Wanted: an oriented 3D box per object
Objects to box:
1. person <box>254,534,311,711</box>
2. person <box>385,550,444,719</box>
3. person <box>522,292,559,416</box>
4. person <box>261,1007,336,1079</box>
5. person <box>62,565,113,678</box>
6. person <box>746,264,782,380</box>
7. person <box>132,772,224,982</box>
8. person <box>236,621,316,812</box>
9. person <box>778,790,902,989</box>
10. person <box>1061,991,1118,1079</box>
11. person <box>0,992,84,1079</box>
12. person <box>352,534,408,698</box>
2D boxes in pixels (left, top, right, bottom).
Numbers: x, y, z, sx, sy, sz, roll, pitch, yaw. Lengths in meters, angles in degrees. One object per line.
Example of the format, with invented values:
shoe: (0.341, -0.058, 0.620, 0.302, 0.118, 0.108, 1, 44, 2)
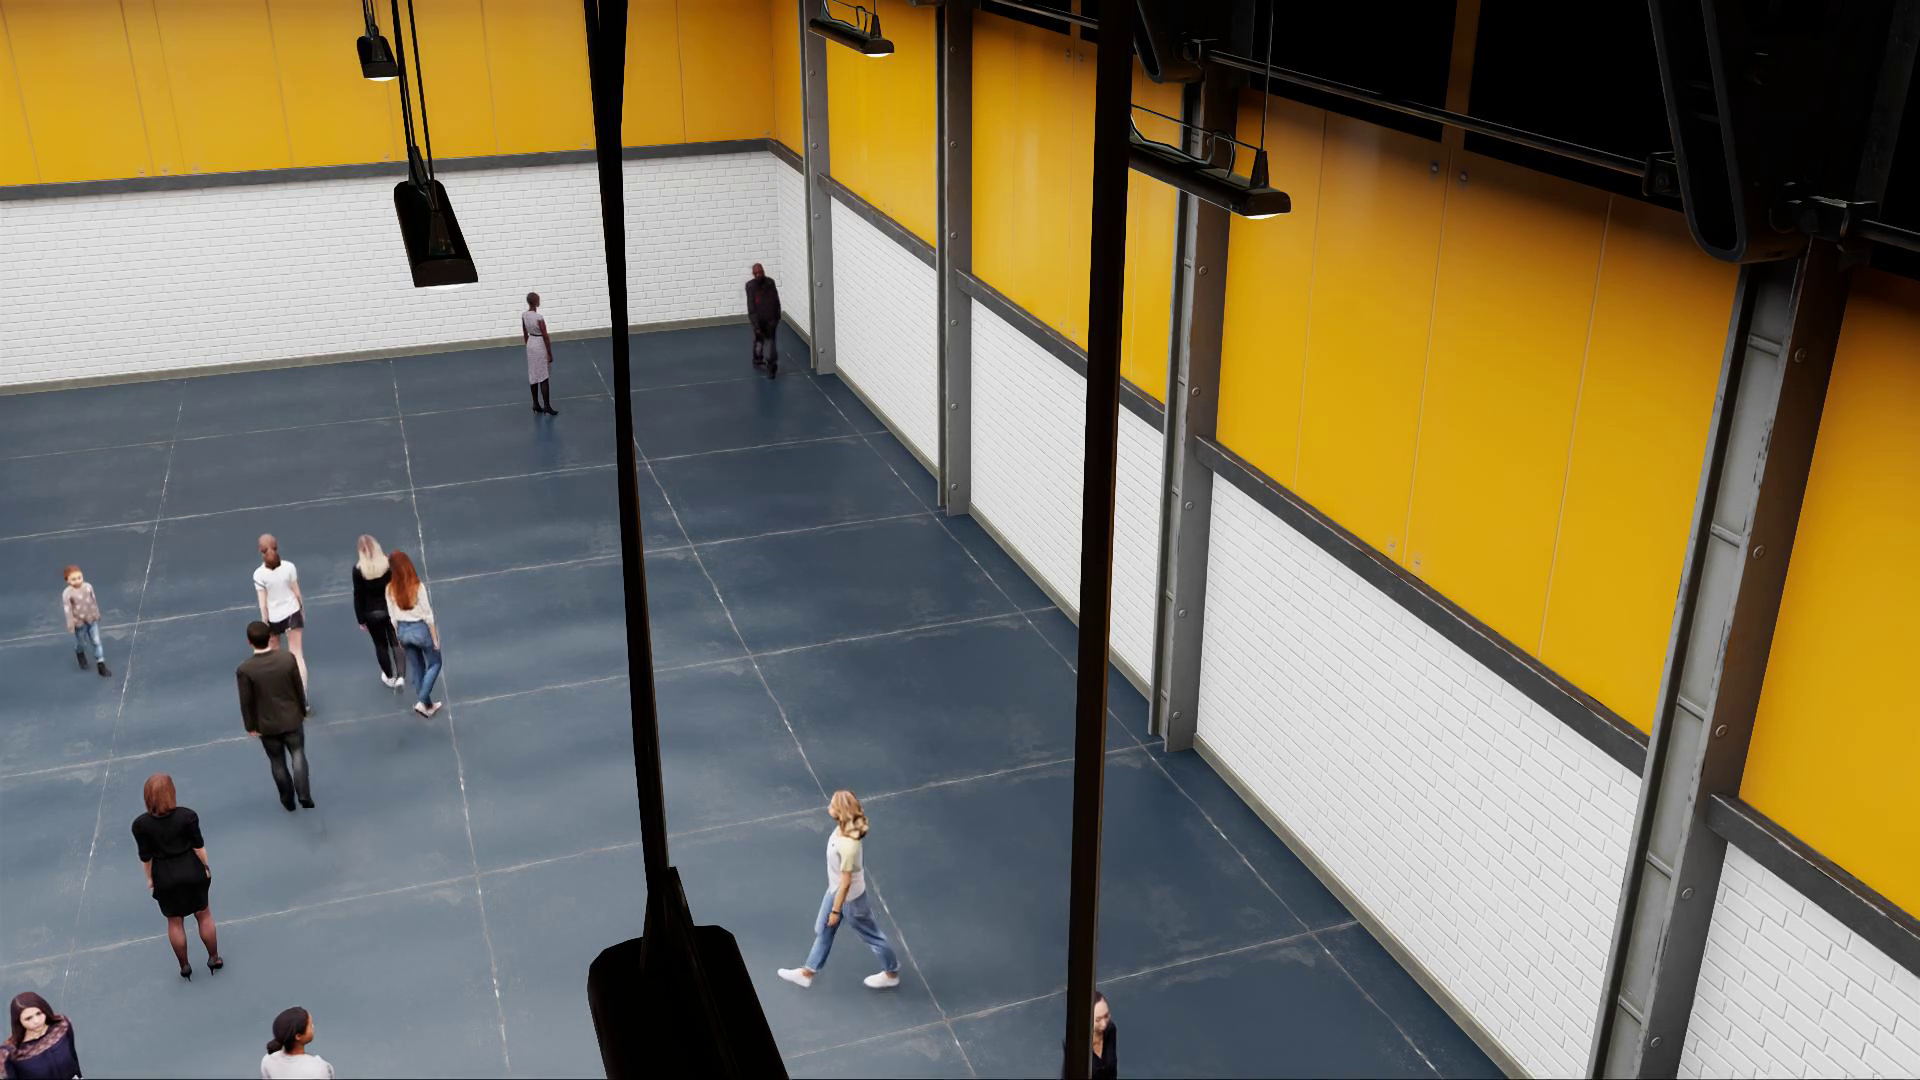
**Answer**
person: (-6.418, 0.819, 15.840, 0.822, 1.697, 1.223, -17, 29, -33)
person: (-5.127, 0.936, 15.556, 0.789, 1.710, 0.875, 4, 24, 9)
person: (-6.006, -2.646, 23.652, 0.656, 1.789, 0.749, 15, 28, 30)
person: (-3.781, 3.476, 9.708, 0.712, 1.739, 0.757, 9, 25, 20)
person: (-8.748, 0.785, 16.566, 0.884, 1.177, 0.727, 20, 30, 38)
person: (-2.998, -3.370, 25.335, 0.709, 1.767, 1.058, -13, 27, -27)
person: (-5.682, 2.450, 12.098, 0.590, 1.706, 0.492, -9, 25, -21)
person: (-5.746, 1.542, 14.070, 0.771, 1.789, 0.890, -14, 27, -30)
person: (-0.695, 2.564, 11.886, 0.920, 1.666, 1.141, -1, 24, -3)
person: (0.766, 3.400, 9.917, 0.632, 1.711, 0.590, -17, 29, -34)
person: (-5.466, 3.406, 10.033, 0.713, 1.607, 0.681, 15, 28, 31)
person: (-5.545, 0.761, 16.015, 0.692, 1.664, 1.013, -12, 26, -25)
